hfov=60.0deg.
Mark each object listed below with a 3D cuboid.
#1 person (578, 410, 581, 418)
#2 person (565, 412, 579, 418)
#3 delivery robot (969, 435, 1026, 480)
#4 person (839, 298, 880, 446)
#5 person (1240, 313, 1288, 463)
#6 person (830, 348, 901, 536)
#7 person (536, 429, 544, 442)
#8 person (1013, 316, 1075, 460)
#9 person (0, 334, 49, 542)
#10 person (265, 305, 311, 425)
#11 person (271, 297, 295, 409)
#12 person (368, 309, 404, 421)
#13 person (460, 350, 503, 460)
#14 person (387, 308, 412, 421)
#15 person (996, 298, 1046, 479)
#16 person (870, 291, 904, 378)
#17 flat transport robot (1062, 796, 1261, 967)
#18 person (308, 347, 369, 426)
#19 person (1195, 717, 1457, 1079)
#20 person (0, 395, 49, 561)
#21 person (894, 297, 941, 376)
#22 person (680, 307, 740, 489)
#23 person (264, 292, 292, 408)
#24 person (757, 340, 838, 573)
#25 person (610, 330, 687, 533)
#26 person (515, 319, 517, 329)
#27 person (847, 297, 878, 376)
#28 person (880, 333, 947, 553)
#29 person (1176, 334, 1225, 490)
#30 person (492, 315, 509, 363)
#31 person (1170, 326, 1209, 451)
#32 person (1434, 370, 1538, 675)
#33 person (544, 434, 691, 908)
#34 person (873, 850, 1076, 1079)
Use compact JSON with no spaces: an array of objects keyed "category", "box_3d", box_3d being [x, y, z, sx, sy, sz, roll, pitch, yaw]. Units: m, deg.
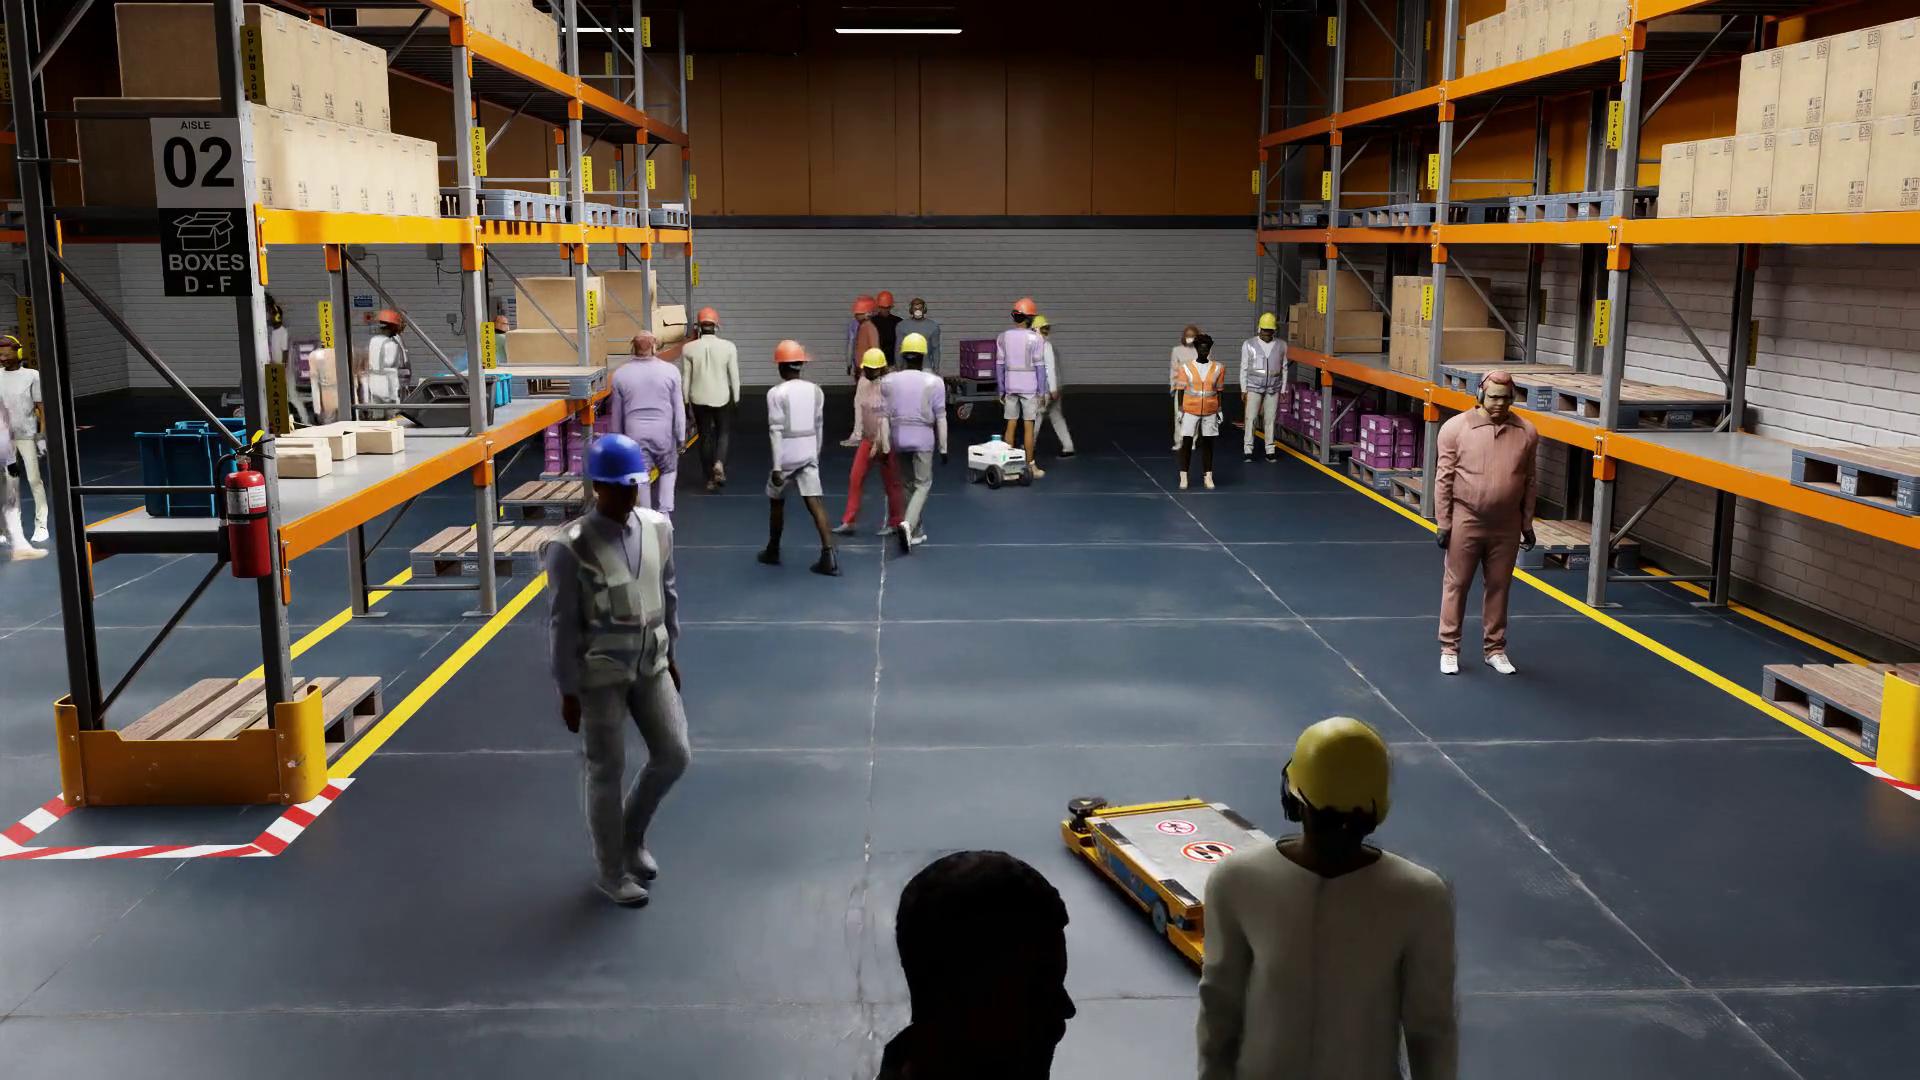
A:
[{"category":"person","box_3d":[-5.859,-2.576,24.370,0.829,1.814,0.650,2,10,9]},{"category":"person","box_3d":[-5.967,-2.798,25.375,0.353,1.883,0.573,-4,11,-21]},{"category":"delivery robot","box_3d":[0.404,-0.914,18.317,0.477,0.478,0.707,-7,12,-35]},{"category":"person","box_3d":[-1.136,-2.203,21.850,0.870,1.961,0.636,-3,11,-16]},{"category":"person","box_3d":[3.700,-1.846,20.240,0.588,1.823,0.403,0,10,-1]},{"category":"person","box_3d":[-0.805,-0.856,14.982,0.785,1.729,0.525,-10,14,-43]},{"category":"person","box_3d":[-5.477,-2.214,22.030,0.554,1.916,0.696,-1,10,-4]},{"category":"person","box_3d":[1.061,-1.870,20.547,0.786,1.767,0.622,2,10,13]},{"category":"person","box_3d":[-8.427,-0.904,14.879,0.521,1.865,0.328,0,10,-1]},{"category":"person","box_3d":[-9.211,-2.238,22.419,0.955,1.819,0.552,-9,14,-41]},{"category":"person","box_3d":[-10.942,-2.981,26.593,0.520,1.812,0.655,-3,11,-18]},{"category":"person","box_3d":[-6.821,-1.746,19.482,0.603,1.902,0.777,9,13,41]},{"category":"person","box_3d":[-5.828,-1.757,20.172,0.526,1.666,0.736,1,10,5]},{"category":"person","box_3d":[-6.851,-1.886,20.282,0.354,1.887,0.573,-1,10,-6]},{"category":"person","box_3d":[0.716,-1.716,18.903,0.614,2.041,0.393,6,12,31]},{"category":"person","box_3d":[-1.068,-2.519,23.534,0.611,1.985,0.393,-2,10,-11]},{"category":"flat transport robot","box_3d":[0.976,1.340,6.814,0.652,0.197,1.431,-3,11,-17]},{"category":"person","box_3d":[-6.729,-1.488,18.076,0.601,1.890,0.955,-6,12,-28]},{"category":"person","box_3d":[0.790,1.181,3.631,0.544,1.740,0.704,2,10,14]},{"category":"person","box_3d":[-8.098,-0.661,13.685,0.612,1.811,0.920,10,14,43]},{"category":"person","box_3d":[-0.569,-2.284,22.356,0.627,1.940,0.370,-1,10,-7]},{"category":"person","box_3d":[-2.701,-1.522,17.984,0.641,1.980,0.469,-1,10,-6]},{"category":"person","box_3d":[-10.731,-2.917,25.920,0.479,1.921,0.654,-5,11,-26]},{"category":"person","box_3d":[-1.321,-0.679,13.554,0.559,1.896,0.976,-8,13,-39]},{"category":"person","box_3d":[-2.809,-0.944,15.014,0.686,1.887,0.498,-1,10,-4]},{"category":"person","box_3d":[-6.294,-2.699,24.737,0.655,1.913,0.481,-9,13,-40]},{"category":"person","box_3d":[-1.374,-2.634,24.489,0.554,1.872,1.013,2,10,11]},{"category":"person","box_3d":[-0.416,-0.844,14.454,0.597,1.900,0.834,3,11,17]},{"category":"person","box_3d":[2.605,-1.386,18.039,0.531,1.693,0.320,0,10,-1]},{"category":"person","box_3d":[-6.562,-2.393,23.816,0.503,1.631,0.283,8,13,39]},{"category":"person","box_3d":[2.920,-1.920,21.243,0.523,1.601,0.768,3,11,16]},{"category":"person","box_3d":[3.266,-0.104,10.317,0.639,1.903,0.407,0,10,-1]},{"category":"person","box_3d":[-1.366,0.527,6.707,0.441,1.930,0.645,9,14,41]},{"category":"person","box_3d":[-0.015,1.335,2.264,0.446,1.906,0.627,3,11,16]}]
